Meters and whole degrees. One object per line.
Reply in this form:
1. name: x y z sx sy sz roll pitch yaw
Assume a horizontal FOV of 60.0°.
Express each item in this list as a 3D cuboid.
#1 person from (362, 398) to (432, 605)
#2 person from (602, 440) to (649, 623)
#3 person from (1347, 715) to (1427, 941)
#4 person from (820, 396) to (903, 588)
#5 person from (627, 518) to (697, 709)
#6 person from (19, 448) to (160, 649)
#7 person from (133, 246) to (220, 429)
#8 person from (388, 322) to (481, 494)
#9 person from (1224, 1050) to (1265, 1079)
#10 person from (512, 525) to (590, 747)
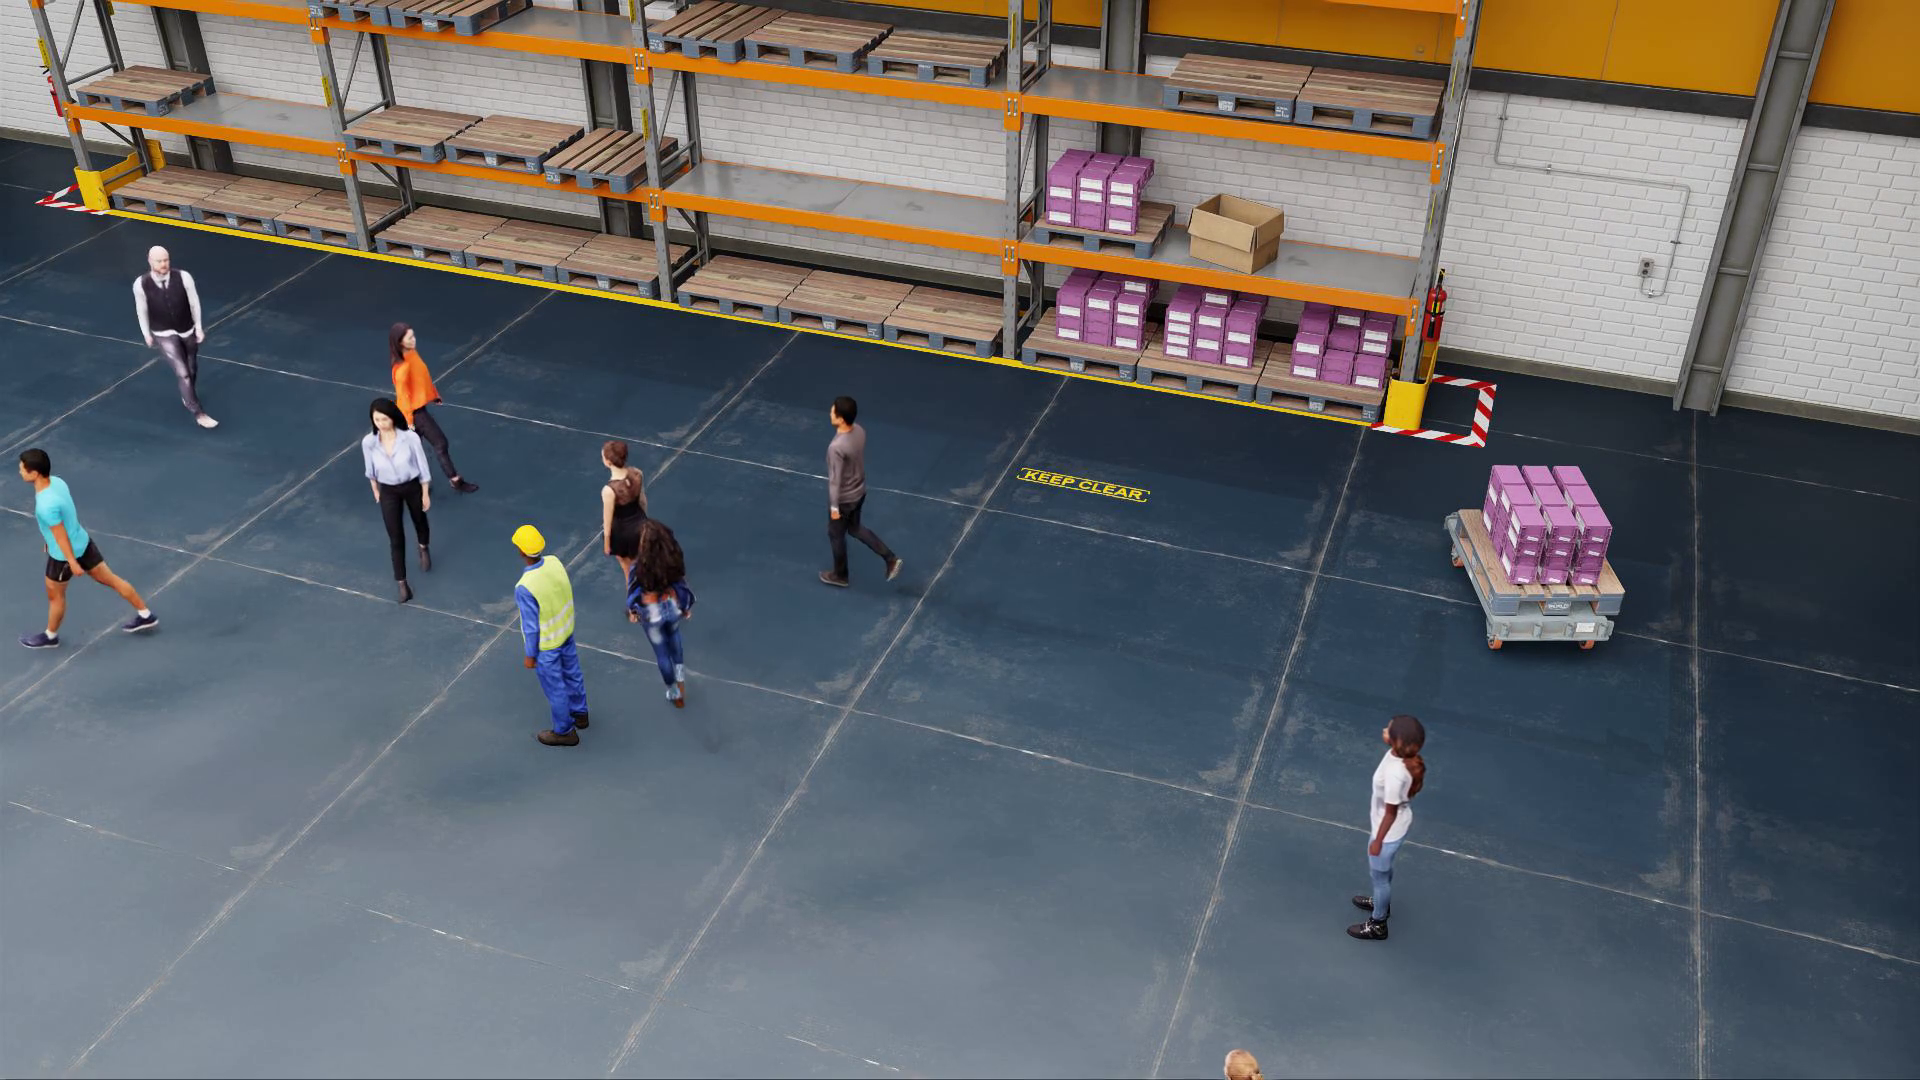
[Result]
1. person: -4.504 -0.422 13.534 1.167 1.702 1.114 -7 34 -10
2. person: -2.526 -0.033 12.980 0.636 1.669 0.637 20 39 27
3. person: 2.632 1.759 10.238 0.509 1.719 0.576 13 36 18
4. person: -0.826 -0.341 13.367 0.670 1.753 0.938 11 35 17
5. person: -2.144 0.568 12.126 0.750 1.613 0.794 -20 38 -27
6. person: -6.723 0.075 12.776 1.278 1.715 1.078 -8 34 -12
7. person: -7.470 -1.972 15.800 1.115 1.776 1.284 -17 37 -24
8. person: -4.857 -1.113 14.554 1.023 1.726 0.902 -8 34 -12
9. person: 1.459 3.140 8.575 0.779 1.260 0.884 -20 39 -27
10. person: -2.912 0.672 11.789 0.566 1.812 0.653 13 36 18
